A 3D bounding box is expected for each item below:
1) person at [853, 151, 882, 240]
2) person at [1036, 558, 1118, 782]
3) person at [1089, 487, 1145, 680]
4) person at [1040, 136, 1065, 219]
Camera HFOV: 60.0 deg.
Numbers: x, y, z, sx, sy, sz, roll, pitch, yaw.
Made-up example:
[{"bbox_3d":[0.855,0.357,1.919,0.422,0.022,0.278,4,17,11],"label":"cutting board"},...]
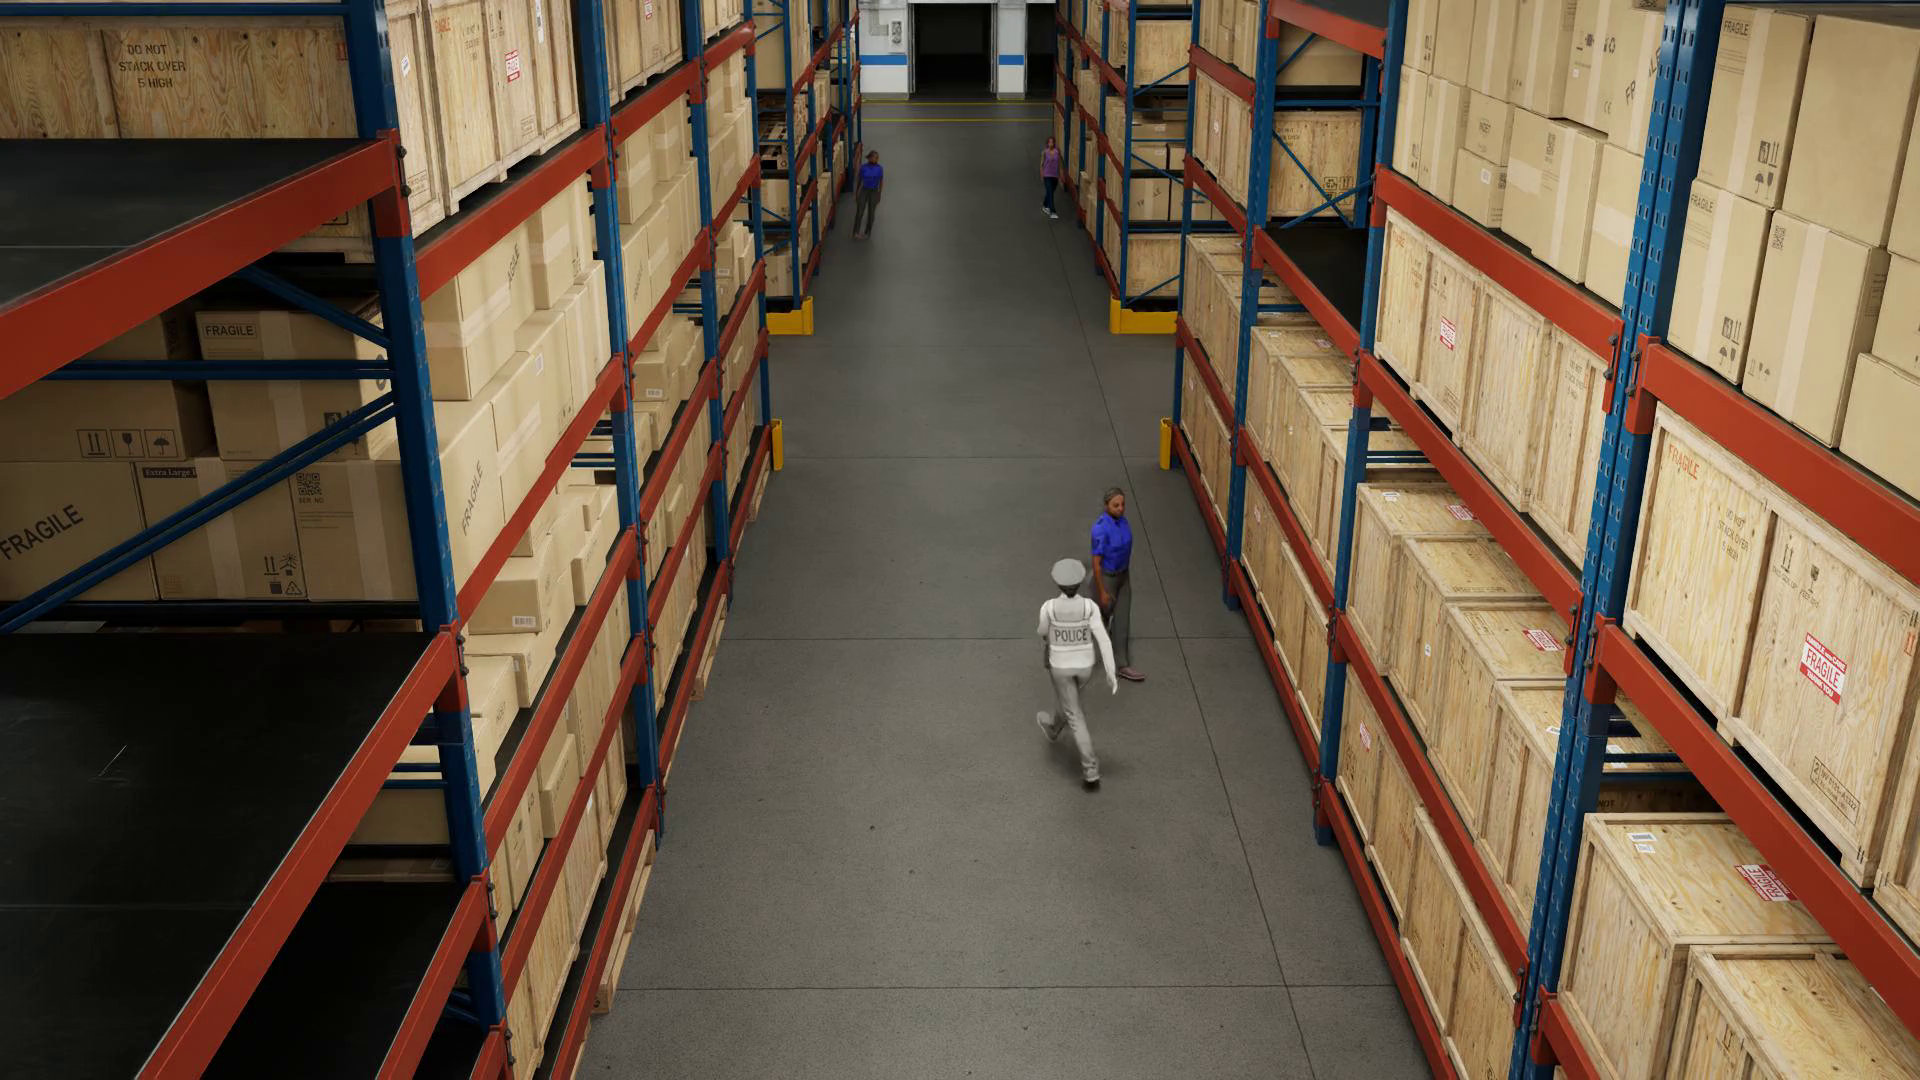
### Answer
[{"bbox_3d":[-1.722,-6.407,30.949,0.573,1.652,0.407,-2,22,-6],"label":"person"},{"bbox_3d":[0.829,0.907,12.346,0.490,1.634,1.018,-5,22,-13],"label":"person"},{"bbox_3d":[1.198,0.339,13.793,0.784,1.639,0.479,17,27,36],"label":"person"},{"bbox_3d":[1.827,-7.236,33.086,0.426,1.562,0.896,-9,23,-21],"label":"person"}]
